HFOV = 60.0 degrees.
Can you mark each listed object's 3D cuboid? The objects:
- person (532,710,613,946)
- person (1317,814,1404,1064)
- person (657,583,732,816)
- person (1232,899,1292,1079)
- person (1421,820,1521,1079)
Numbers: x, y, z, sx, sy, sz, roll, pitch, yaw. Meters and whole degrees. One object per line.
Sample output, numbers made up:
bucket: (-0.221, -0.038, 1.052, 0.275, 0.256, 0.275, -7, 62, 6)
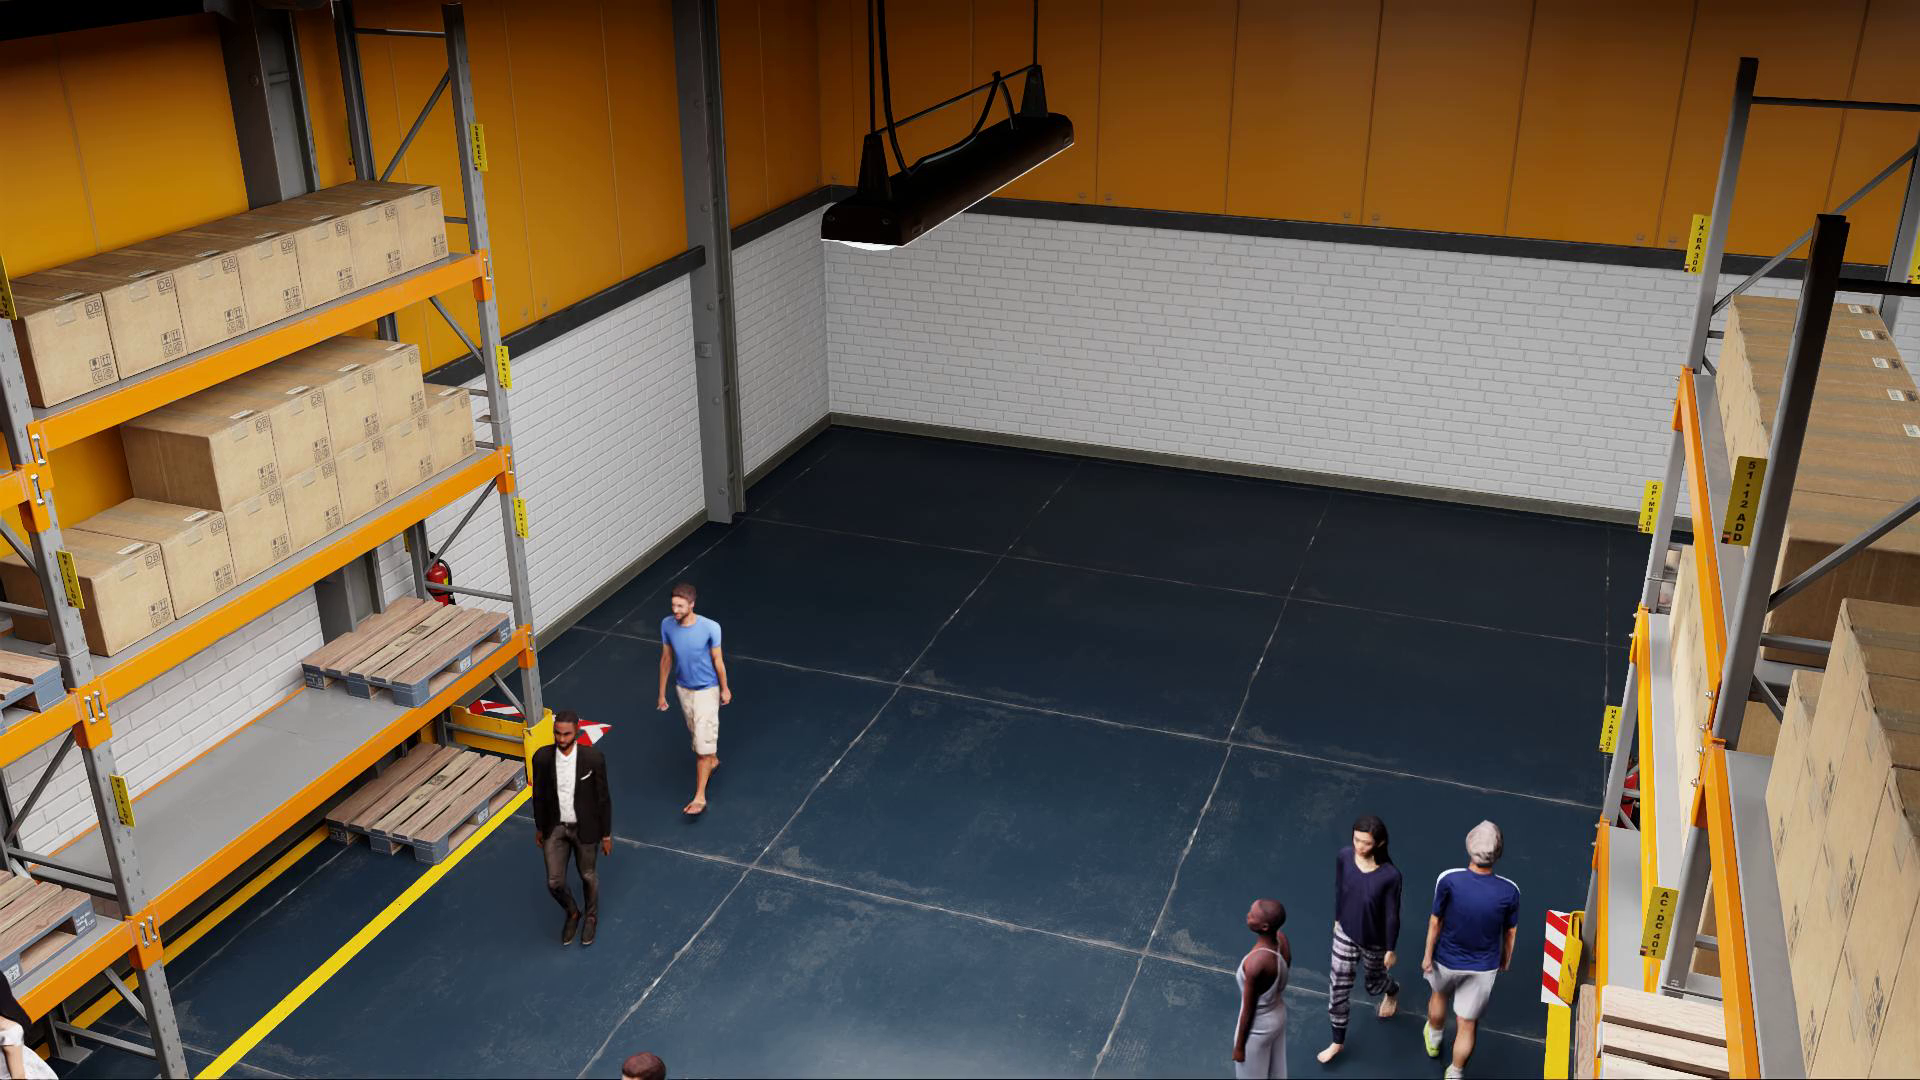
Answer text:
person: (-2.614, 1.915, 11.305, 0.793, 1.789, 0.778, -1, 24, -2)
person: (2.553, 2.407, 10.295, 0.901, 1.696, 1.142, 18, 30, 36)
person: (-2.017, 1.127, 13.051, 0.642, 1.835, 1.084, 8, 25, 18)
person: (1.700, 2.771, 9.360, 0.690, 1.780, 0.547, 16, 28, 32)
person: (2.994, 2.538, 9.847, 0.689, 1.816, 0.888, 7, 25, 15)
